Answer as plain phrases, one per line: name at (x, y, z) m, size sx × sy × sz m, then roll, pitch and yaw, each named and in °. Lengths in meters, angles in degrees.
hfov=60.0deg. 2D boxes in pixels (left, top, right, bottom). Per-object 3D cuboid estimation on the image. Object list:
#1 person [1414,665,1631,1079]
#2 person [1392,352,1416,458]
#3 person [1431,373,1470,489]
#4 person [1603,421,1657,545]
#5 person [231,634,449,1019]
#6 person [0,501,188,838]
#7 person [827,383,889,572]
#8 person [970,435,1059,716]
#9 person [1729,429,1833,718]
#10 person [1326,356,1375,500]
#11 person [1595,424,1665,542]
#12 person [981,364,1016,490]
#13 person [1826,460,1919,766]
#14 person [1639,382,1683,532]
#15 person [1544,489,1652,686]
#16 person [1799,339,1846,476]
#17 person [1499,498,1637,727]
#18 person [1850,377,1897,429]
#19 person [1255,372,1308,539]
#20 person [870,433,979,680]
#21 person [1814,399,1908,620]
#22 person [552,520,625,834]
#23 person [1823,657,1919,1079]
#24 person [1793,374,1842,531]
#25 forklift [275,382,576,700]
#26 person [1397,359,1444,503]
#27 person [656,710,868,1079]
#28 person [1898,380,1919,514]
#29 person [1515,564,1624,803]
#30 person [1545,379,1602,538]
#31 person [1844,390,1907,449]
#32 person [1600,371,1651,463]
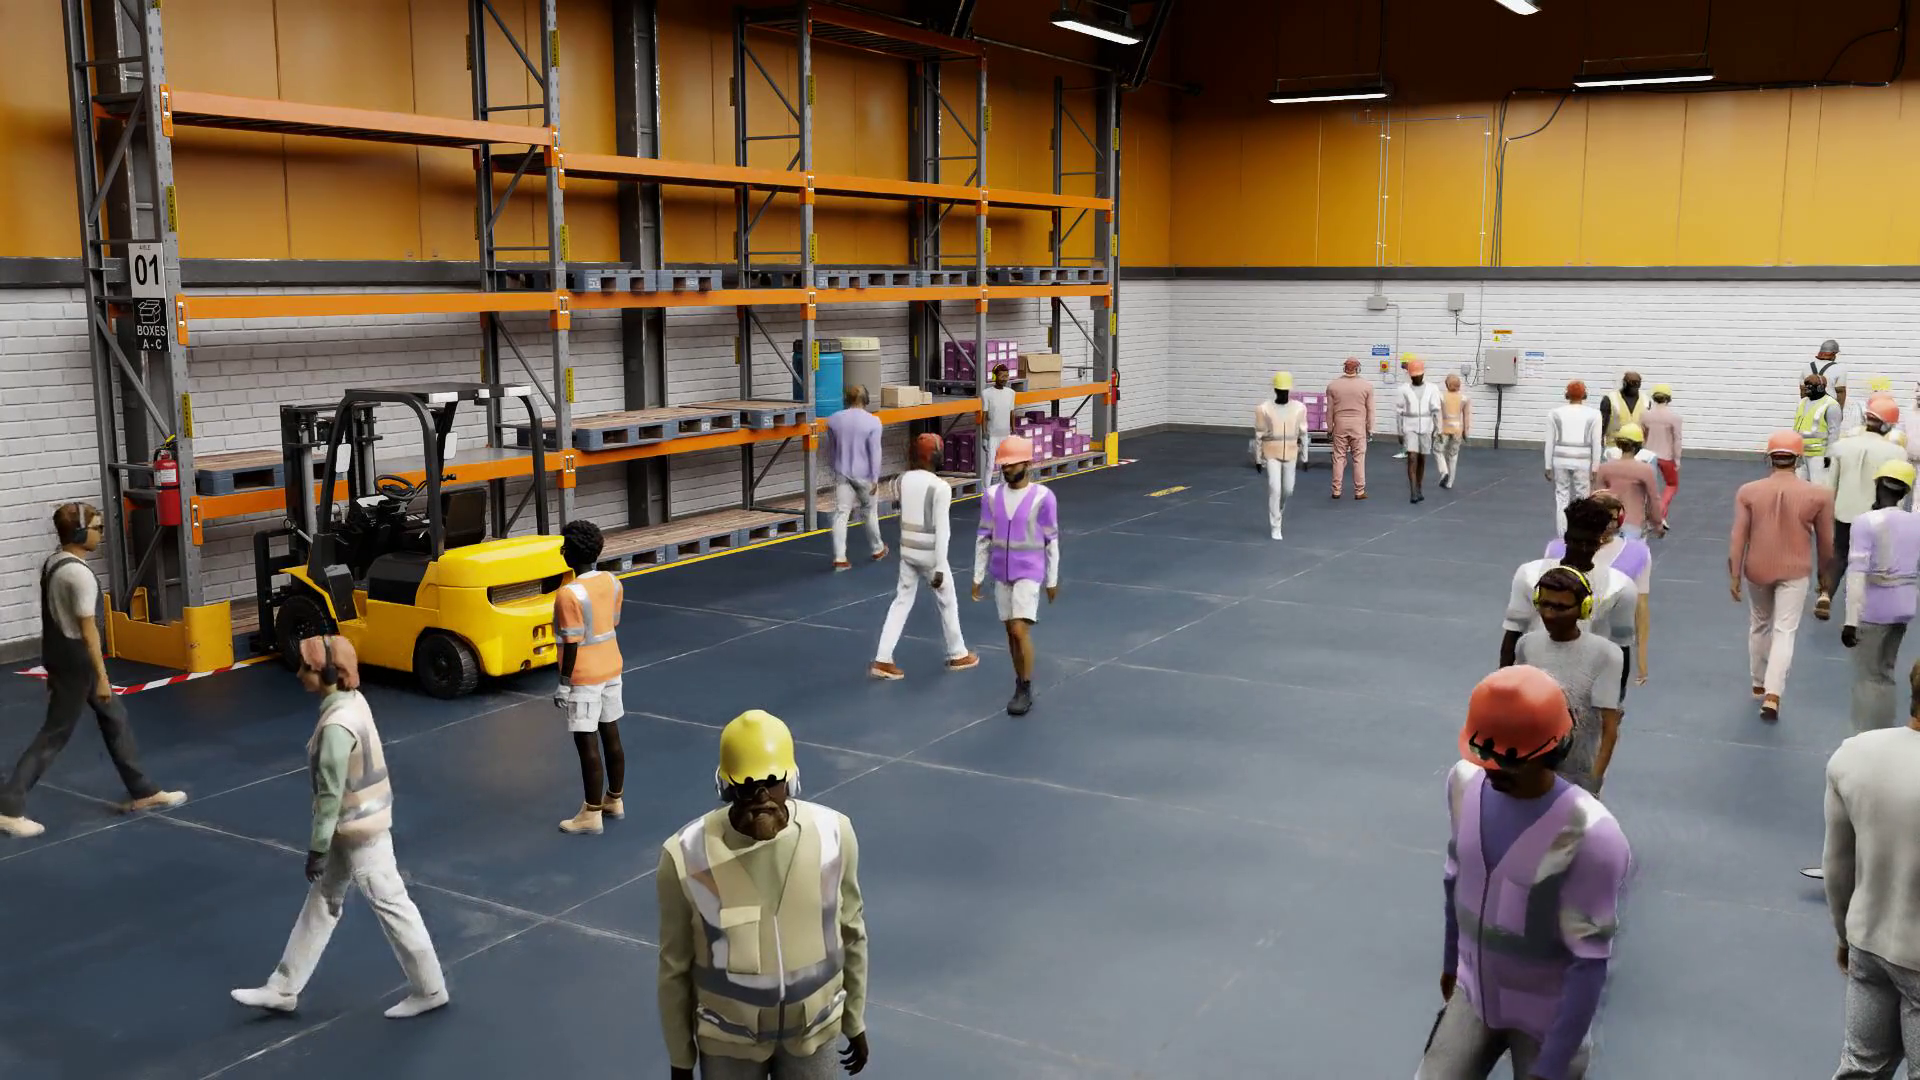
person at (1.442, 1.293, 4.577) m, size 0.893 × 1.982 × 0.696 m, roll -5°, pitch 10°, yaw -27°
person at (7.383, -2.200, 27.109) m, size 0.559 × 1.744 × 0.523 m, roll 0°, pitch 9°, yaw 0°
person at (6.810, -1.503, 23.120) m, size 0.530 × 1.627 × 0.487 m, roll 1°, pitch 9°, yaw 5°
person at (6.351, -0.323, 15.802) m, size 0.518 × 1.615 × 0.626 m, roll 6°, pitch 11°, yaw 33°
person at (-2.482, 1.162, 6.613) m, size 0.860 × 1.588 × 0.536 m, roll -3°, pitch 10°, yaw -19°
person at (-4.818, 0.687, 8.997) m, size 1.005 × 1.793 × 0.535 m, roll -7°, pitch 12°, yaw -39°
person at (-1.039, -0.657, 17.038) m, size 0.651 × 1.891 × 1.008 m, roll 3°, pitch 10°, yaw 20°
person at (0.346, 0.246, 11.316) m, size 0.559 × 1.913 × 0.614 m, roll 5°, pitch 11°, yaw 30°
person at (5.612, 0.219, 11.410) m, size 0.609 × 1.958 × 0.989 m, roll 6°, pitch 11°, yaw 34°
person at (5.207, -1.488, 22.185) m, size 0.641 × 1.908 × 0.407 m, roll 3°, pitch 10°, yaw 20°
person at (5.770, -0.137, 14.336) m, size 0.908 × 1.722 × 0.531 m, roll -6°, pitch 11°, yaw -35°
person at (0.494, -1.324, 21.313) m, size 0.513 × 1.861 × 0.327 m, roll -5°, pitch 10°, yaw -29°
person at (5.546, 0.460, 10.142) m, size 0.804 × 1.872 × 0.380 m, roll -5°, pitch 10°, yaw -27°
person at (8.145, -0.959, 19.362) m, size 0.388 × 1.750 × 0.544 m, roll -8°, pitch 12°, yaw -42°
person at (3.558, 0.614, 9.350) m, size 0.559 × 1.818 × 0.453 m, roll 2°, pitch 9°, yaw 15°
person at (12.873, -1.967, 24.752) m, size 0.536 × 2.000 × 0.683 m, roll -5°, pitch 11°, yaw -30°
person at (3.063, 0.719, 8.419) m, size 0.643 × 1.920 × 0.969 m, roll 6°, pitch 11°, yaw 32°
person at (10.969, -1.067, 19.960) m, size 0.594 × 1.783 × 0.947 m, roll 0°, pitch 9°, yaw 1°
person at (3.667, -0.989, 19.110) m, size 0.594 × 1.905 × 0.793 m, roll -1°, pitch 9°, yaw -5°
person at (-0.278, 0.119, 12.383) m, size 0.575 × 1.842 × 0.981 m, roll 8°, pitch 12°, yaw 41°
person at (7.595, -0.206, 14.020) m, size 0.537 × 1.966 × 0.619 m, roll -8°, pitch 12°, yaw -40°
person at (-2.005, 0.733, 8.968) m, size 0.319 × 1.698 × 0.531 m, roll 3°, pitch 10°, yaw 18°
person at (2.855, 1.259, 4.957) m, size 0.370 × 1.934 × 0.627 m, roll -3°, pitch 10°, yaw -20°
person at (9.971, -1.023, 19.480) m, size 0.429 × 1.841 × 0.634 m, roll -2°, pitch 9°, yaw -13°
forklift at (-3.974, -0.067, 12.417) m, size 2.313 × 2.155 × 1.214 m, roll 5°, pitch 11°, yaw 30°
person at (6.030, -1.421, 21.822) m, size 0.575 × 1.879 × 0.908 m, roll 1°, pitch 9°, yaw 5°
person at (-0.545, 1.360, 4.679) m, size 0.596 × 1.827 × 0.403 m, roll -3°, pitch 10°, yaw -18°
person at (10.454, -0.819, 18.162) m, size 0.977 × 1.853 × 0.668 m, roll -3°, pitch 10°, yaw -19°
person at (2.533, 0.994, 7.029) m, size 0.508 × 1.799 × 1.014 m, roll 8°, pitch 12°, yaw 40°
person at (6.636, -0.807, 18.037) m, size 0.576 × 1.872 × 0.444 m, roll 4°, pitch 10°, yaw 23°
person at (8.552, -0.441, 15.619) m, size 0.553 × 1.922 × 0.419 m, roll 8°, pitch 12°, yaw 39°
person at (8.333, -1.249, 20.997) m, size 0.644 × 1.810 × 0.799 m, roll 0°, pitch 9°, yaw 3°
